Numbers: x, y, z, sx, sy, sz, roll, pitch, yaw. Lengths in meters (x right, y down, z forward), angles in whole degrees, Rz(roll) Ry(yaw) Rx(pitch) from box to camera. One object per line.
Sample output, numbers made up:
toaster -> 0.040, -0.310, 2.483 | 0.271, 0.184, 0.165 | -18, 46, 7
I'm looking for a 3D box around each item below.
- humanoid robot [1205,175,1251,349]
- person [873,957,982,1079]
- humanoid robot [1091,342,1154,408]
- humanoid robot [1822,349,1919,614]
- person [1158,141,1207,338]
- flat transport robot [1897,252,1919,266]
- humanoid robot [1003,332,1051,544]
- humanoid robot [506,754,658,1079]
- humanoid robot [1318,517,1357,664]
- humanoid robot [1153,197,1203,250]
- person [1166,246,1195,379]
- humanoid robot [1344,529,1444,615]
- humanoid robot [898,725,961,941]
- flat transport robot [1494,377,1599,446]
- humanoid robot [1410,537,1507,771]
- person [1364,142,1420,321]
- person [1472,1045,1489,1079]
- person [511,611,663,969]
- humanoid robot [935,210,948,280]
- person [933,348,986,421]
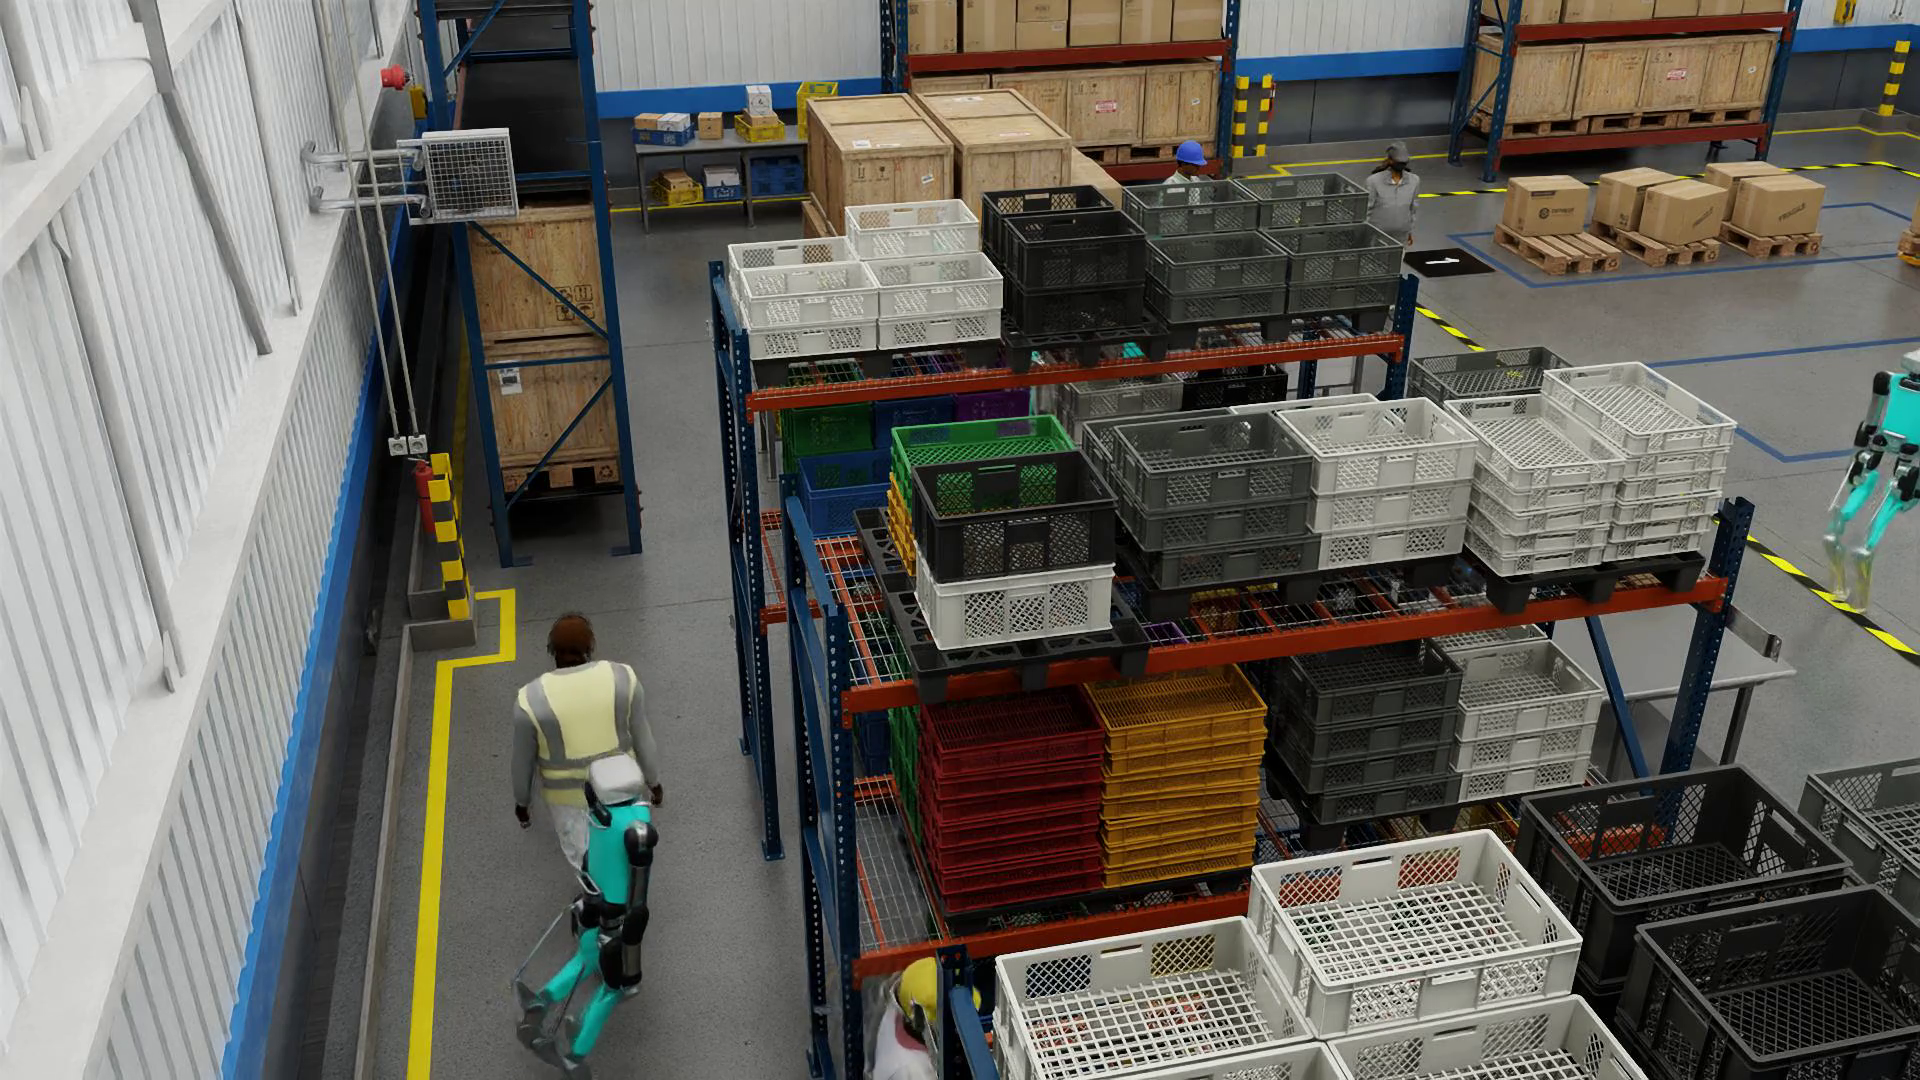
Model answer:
humanoid robot -> 2.495, -2.571, 15.411 | 0.612, 1.652, 0.355 | 18, 33, 30
person -> -0.109, 2.255, 6.112 | 0.425, 1.819, 0.596 | -1, 28, -1
humanoid robot -> 1.132, -1.020, 12.263 | 0.735, 1.677, 0.533 | -14, 31, -24
humanoid robot -> 6.119, -0.345, 11.160 | 0.810, 1.794, 0.535 | -20, 34, -33
person -> 2.044, -2.752, 15.480 | 0.412, 1.939, 0.602 | 19, 33, 32
flat transport robot -> 10.637, -2.858, 17.440 | 0.652, 0.197, 1.431 | -6, 28, -12
humanoid robot -> 0.602, -0.718, 11.805 | 0.681, 1.783, 0.547 | -17, 32, -29
humanoid robot -> -1.637, 1.817, 7.106 | 0.788, 1.836, 0.541 | -17, 32, -29
humanoid robot -> 2.411, 0.086, 10.364 | 0.595, 1.650, 0.332 | -19, 33, -32
humanoid robot -> 1.695, -2.018, 14.427 | 0.546, 1.901, 0.719 | 25, 36, 38
person -> 1.620, -1.281, 12.578 | 0.391, 2.041, 0.612 | 13, 31, 23
humanoid robot -> 2.668, 0.208, 10.138 | 0.612, 1.647, 0.323 | 8, 29, 15
humanoid robot -> -0.089, 1.465, 7.749 | 0.334, 1.646, 0.613 | -10, 29, -19
flat transport robot -> 4.780, -1.036, 14.013 | 0.659, 0.231, 1.431 | -6, 28, -12
humanoid robot -> 2.789, 0.596, 9.394 | 0.585, 1.649, 0.341 | 5, 28, 10
person -> 4.119, -2.969, 16.070 | 0.569, 1.768, 0.399 | -4, 28, -7
person -> 1.840, 2.278, 5.904 | 0.362, 1.963, 0.612 | -9, 29, -17
person -> -1.841, 1.193, 8.181 | 0.689, 1.777, 1.000 | -15, 31, -26
humanoid robot -> -0.275, -1.931, 14.142 | 1.025, 1.730, 0.562 | -11, 30, -20
person -> 0.059, -0.533, 11.405 | 1.055, 1.802, 0.583 | 3, 28, 5
